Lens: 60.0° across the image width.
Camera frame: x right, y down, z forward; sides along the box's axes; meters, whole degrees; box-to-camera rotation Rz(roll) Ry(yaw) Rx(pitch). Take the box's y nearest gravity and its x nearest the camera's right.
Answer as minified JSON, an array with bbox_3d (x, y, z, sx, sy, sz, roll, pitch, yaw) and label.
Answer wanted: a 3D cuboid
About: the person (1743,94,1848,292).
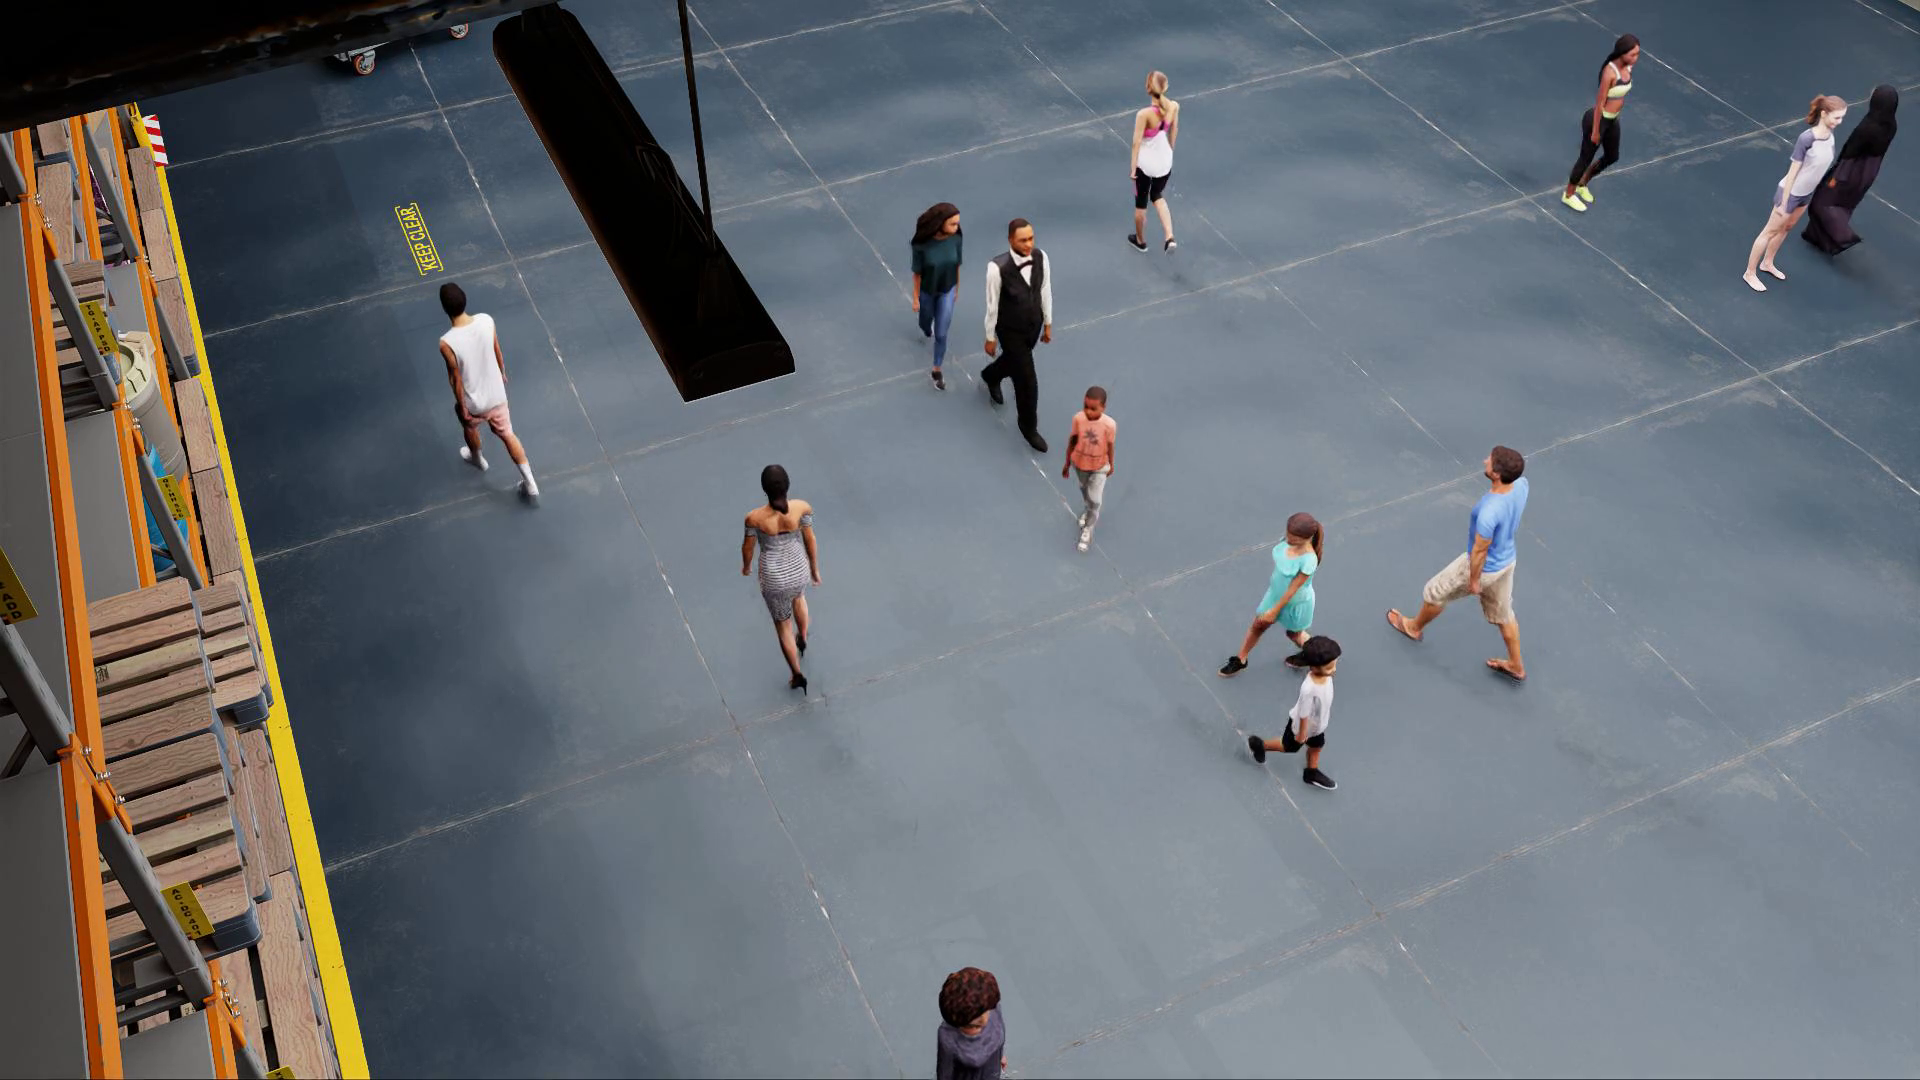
[{"bbox_3d":[7.124,-2.980,14.168,0.611,1.765,0.588,-24,49,-23],"label":"person"}]

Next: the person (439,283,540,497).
[{"bbox_3d":[-3.446,-1.034,12.137,0.925,1.749,1.224,-34,53,-31],"label":"person"}]

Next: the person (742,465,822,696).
[{"bbox_3d":[-1.096,0.323,10.671,0.598,1.805,0.729,-20,47,-19],"label":"person"}]

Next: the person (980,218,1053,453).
[{"bbox_3d":[0.403,-1.664,12.698,0.814,1.887,1.268,-24,49,-23],"label":"person"}]

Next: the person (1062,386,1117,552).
[{"bbox_3d":[0.971,-0.615,12.028,0.738,1.293,0.768,20,47,20],"label":"person"}]

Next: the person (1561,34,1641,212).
[{"bbox_3d":[5.723,-3.805,15.051,0.662,1.741,0.669,-30,51,-28],"label":"person"}]

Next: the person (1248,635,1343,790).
[{"bbox_3d":[2.111,1.054,10.311,0.893,1.244,0.759,23,48,22],"label":"person"}]

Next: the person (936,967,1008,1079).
[{"bbox_3d":[0.042,2.659,8.288,0.622,1.710,0.653,34,53,30],"label":"person"}]

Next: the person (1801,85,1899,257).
[{"bbox_3d":[7.841,-3.170,14.482,0.615,1.606,0.778,-19,47,-19],"label":"person"}]

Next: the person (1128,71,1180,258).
[{"bbox_3d":[1.719,-3.197,14.386,0.633,1.777,0.889,-20,47,-20],"label":"person"}]

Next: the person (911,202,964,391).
[{"bbox_3d":[-0.207,-2.023,13.294,0.729,1.584,1.056,-8,44,-8],"label":"person"}]

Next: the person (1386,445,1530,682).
[{"bbox_3d":[3.505,0.189,10.802,0.876,1.820,1.308,-31,51,-28],"label":"person"}]

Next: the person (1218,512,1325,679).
[{"bbox_3d":[2.216,0.376,10.820,0.693,1.524,0.926,-8,44,-8],"label":"person"}]
